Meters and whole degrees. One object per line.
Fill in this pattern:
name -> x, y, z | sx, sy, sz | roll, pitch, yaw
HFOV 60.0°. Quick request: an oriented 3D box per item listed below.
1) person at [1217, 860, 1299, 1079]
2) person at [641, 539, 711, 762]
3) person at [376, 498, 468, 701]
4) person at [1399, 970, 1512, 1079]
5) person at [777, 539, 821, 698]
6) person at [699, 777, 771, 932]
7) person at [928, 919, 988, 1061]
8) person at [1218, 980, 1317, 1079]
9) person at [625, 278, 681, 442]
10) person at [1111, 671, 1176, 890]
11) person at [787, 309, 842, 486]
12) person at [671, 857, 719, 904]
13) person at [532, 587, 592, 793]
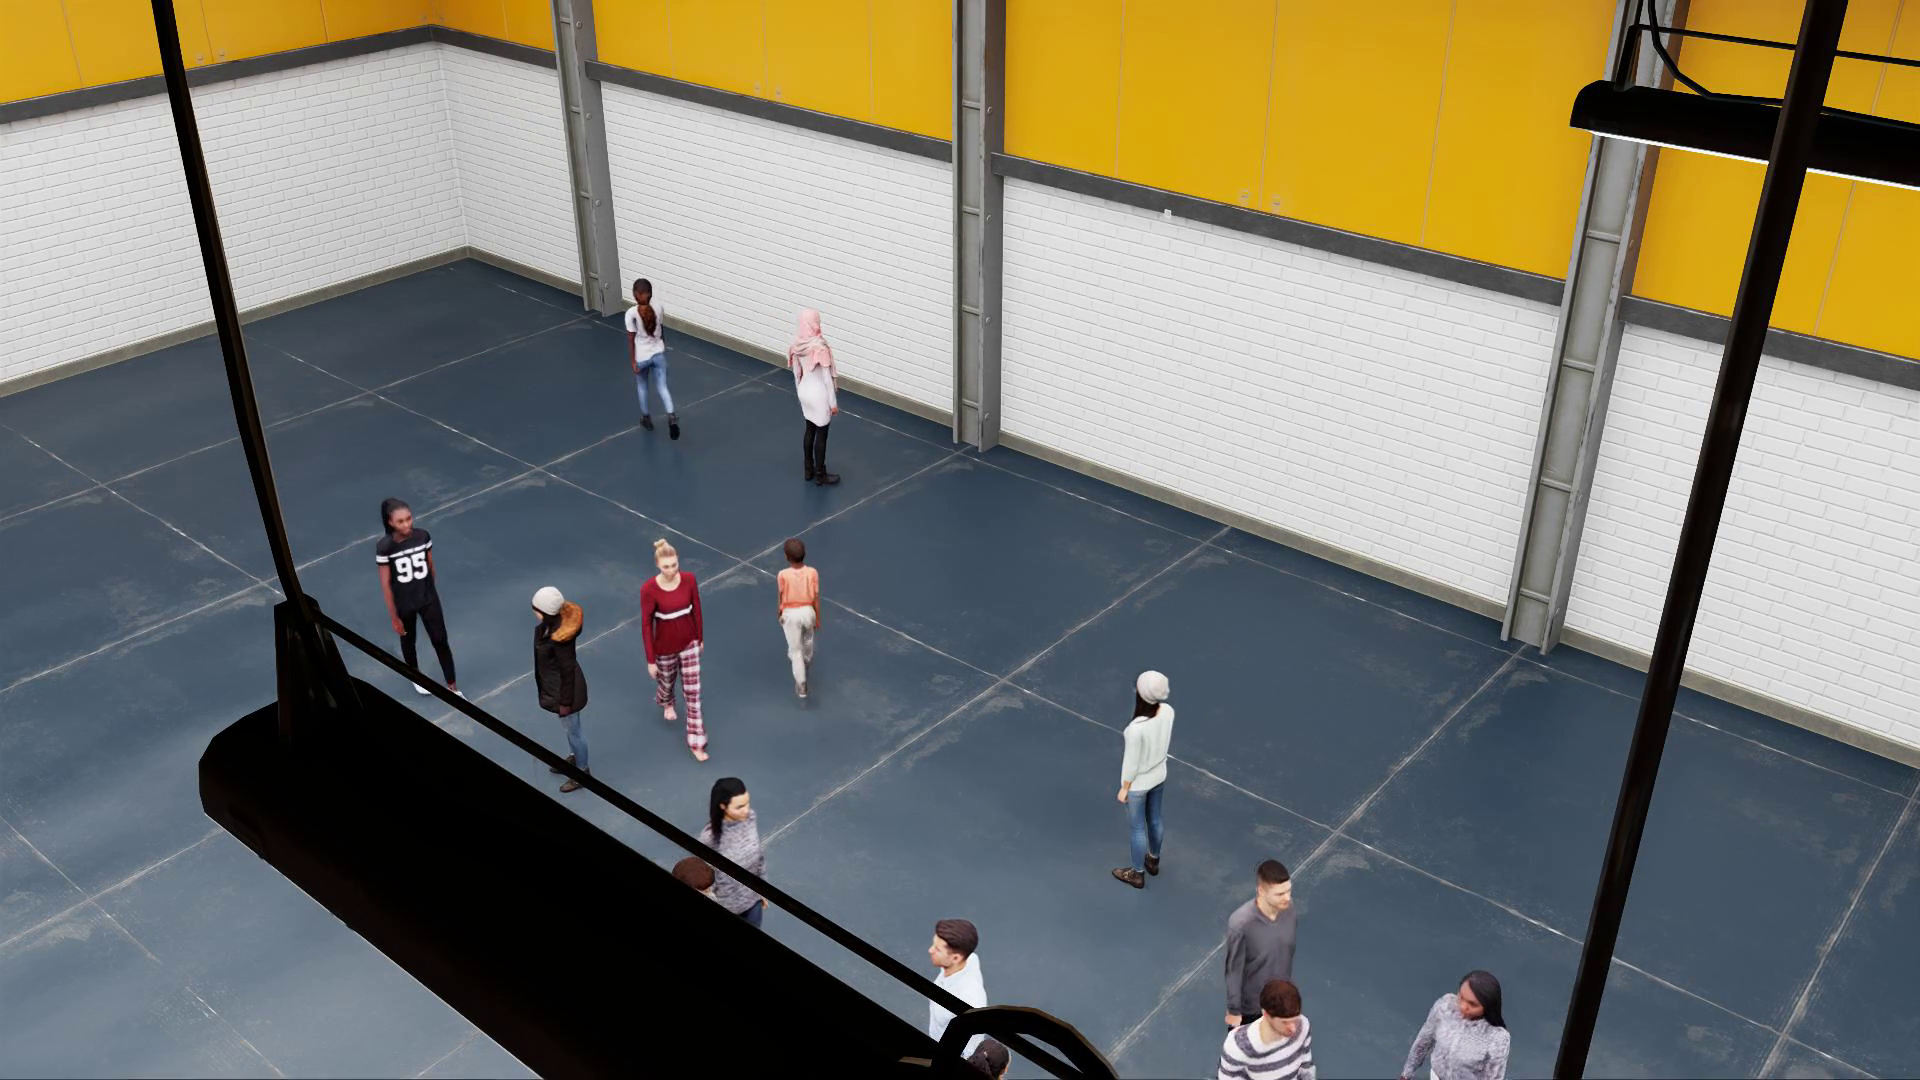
person -> 1.625, 2.462, 9.069 | 0.665, 1.762, 0.605 | -20, 34, -31
person -> -2.137, 0.758, 12.303 | 0.918, 1.656, 1.181 | -14, 32, -24
person -> -4.253, 0.460, 12.800 | 0.747, 1.702, 1.043 | -20, 34, -32
person -> 2.593, 2.817, 8.488 | 0.894, 1.695, 1.002 | -15, 32, -25
person -> -1.252, 0.622, 12.935 | 0.769, 1.290, 0.936 | -8, 30, -15
person -> -1.335, 2.101, 9.761 | 0.543, 1.733, 0.610 | 24, 36, 36
person -> -0.017, 2.683, 8.575 | 0.807, 1.847, 0.733 | -5, 29, -9
person -> 1.443, 2.837, 8.352 | 0.965, 1.789, 1.329 | -17, 33, -28
person -> -3.119, -1.819, 16.984 | 0.808, 1.697, 1.108 | -16, 33, -27
person -> 1.209, 1.545, 10.872 | 0.581, 1.645, 0.522 | -25, 38, -38
person -> -1.409, -1.379, 16.067 | 0.720, 1.802, 0.558 | -23, 36, -35
person -> -1.573, 2.444, 9.031 | 1.302, 1.830, 0.960 | 13, 31, 22
person -> -2.815, 1.033, 11.821 | 0.794, 1.636, 0.693 | -11, 31, -20
